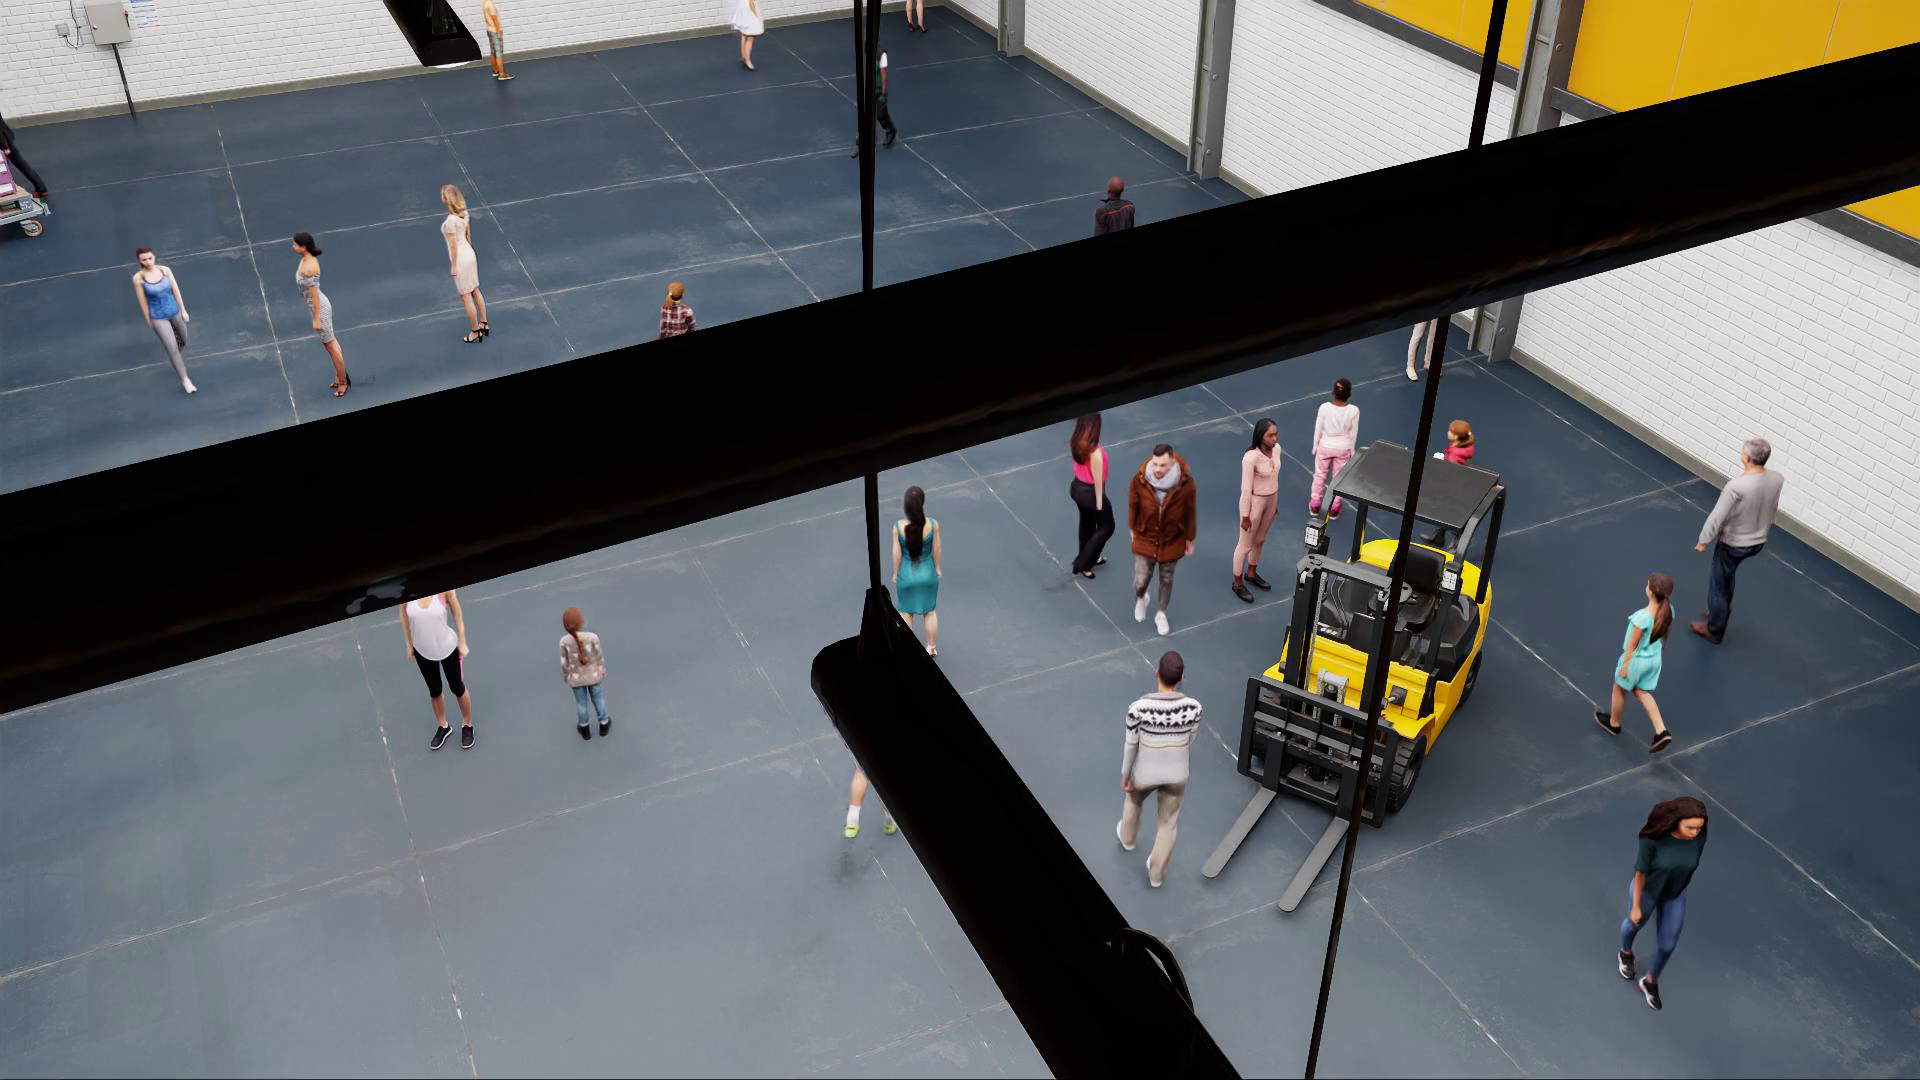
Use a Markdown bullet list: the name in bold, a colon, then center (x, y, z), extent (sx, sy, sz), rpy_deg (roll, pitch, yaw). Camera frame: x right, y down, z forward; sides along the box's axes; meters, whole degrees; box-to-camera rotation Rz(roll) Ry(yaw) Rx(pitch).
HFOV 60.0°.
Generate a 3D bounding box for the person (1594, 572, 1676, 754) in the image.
- **person**: center (5.214, 0.954, 12.611), extent (0.548, 1.544, 0.903), rpy_deg (-13, 36, -19)

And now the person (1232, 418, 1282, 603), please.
- **person**: center (2.556, -0.283, 14.313), extent (0.680, 1.720, 0.646), rpy_deg (-28, 43, -35)

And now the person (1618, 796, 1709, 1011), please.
- **person**: center (4.456, 2.198, 10.693), extent (0.774, 1.596, 0.869), rpy_deg (3, 34, 4)

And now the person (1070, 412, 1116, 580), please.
- **person**: center (1.087, -0.385, 14.530), extent (0.692, 1.649, 0.624), rpy_deg (-14, 36, -20)

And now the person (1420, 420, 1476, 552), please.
- **person**: center (4.464, -0.467, 14.963), extent (0.790, 1.307, 0.711), rpy_deg (17, 37, 23)

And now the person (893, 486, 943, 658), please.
- **person**: center (-0.352, 0.290, 13.478), extent (0.598, 1.691, 0.576), rpy_deg (-4, 34, -6)

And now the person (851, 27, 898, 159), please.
- **person**: center (-1.168, -6.297, 23.298), extent (1.285, 1.790, 1.195), rpy_deg (20, 38, 27)

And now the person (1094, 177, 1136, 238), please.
- **person**: center (1.704, -3.190, 18.592), extent (0.714, 1.825, 0.622), rpy_deg (-18, 38, -25)

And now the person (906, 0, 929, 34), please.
- **person**: center (-0.754, -9.466, 28.107), extent (0.597, 1.743, 0.721), rpy_deg (23, 40, 31)

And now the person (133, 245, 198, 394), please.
- **person**: center (-8.407, -2.384, 17.594), extent (0.779, 1.587, 1.081), rpy_deg (-28, 43, -35)

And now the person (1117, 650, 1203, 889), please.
- **person**: center (1.379, 1.630, 11.336), extent (0.884, 1.830, 1.008), rpy_deg (0, 34, 0)

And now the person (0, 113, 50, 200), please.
- **person**: center (-12.440, -5.222, 21.714), extent (0.873, 1.753, 1.136), rpy_deg (-11, 35, -16)

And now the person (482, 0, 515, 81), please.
- **person**: center (-7.337, -8.009, 26.171), extent (0.623, 1.460, 0.489), rpy_deg (-23, 40, -30)

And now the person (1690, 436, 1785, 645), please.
- **person**: center (6.444, 0.055, 13.649), extent (0.749, 1.892, 0.660), rpy_deg (-13, 36, -18)

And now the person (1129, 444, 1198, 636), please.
- **person**: center (1.662, -0.058, 13.883), extent (0.844, 1.821, 0.859), rpy_deg (2, 34, 2)

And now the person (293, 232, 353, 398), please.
- **person**: center (-6.660, -2.362, 17.348), extent (0.667, 1.822, 0.478), rpy_deg (-12, 36, -18)

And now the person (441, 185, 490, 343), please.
- **person**: center (-5.483, -3.047, 18.390), extent (0.709, 1.811, 0.627), rpy_deg (8, 34, 12)

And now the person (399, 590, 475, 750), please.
- **person**: center (-3.957, 0.815, 12.600), extent (0.686, 1.787, 0.659), rpy_deg (0, 34, -1)

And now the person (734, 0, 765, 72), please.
- **person**: center (-3.387, -8.364, 26.414), extent (0.920, 1.783, 0.746), rpy_deg (-12, 36, -18)

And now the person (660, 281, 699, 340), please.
- **person**: center (-2.949, -2.046, 17.373), extent (0.877, 1.269, 0.962), rpy_deg (9, 35, 14)

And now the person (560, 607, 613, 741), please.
- **person**: center (-2.895, 1.030, 12.813), extent (0.510, 1.194, 0.512), rpy_deg (-8, 34, -11)

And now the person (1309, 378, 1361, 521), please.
- **person**: center (3.476, -0.864, 15.431), extent (0.622, 1.450, 0.671), rpy_deg (9, 35, 13)
